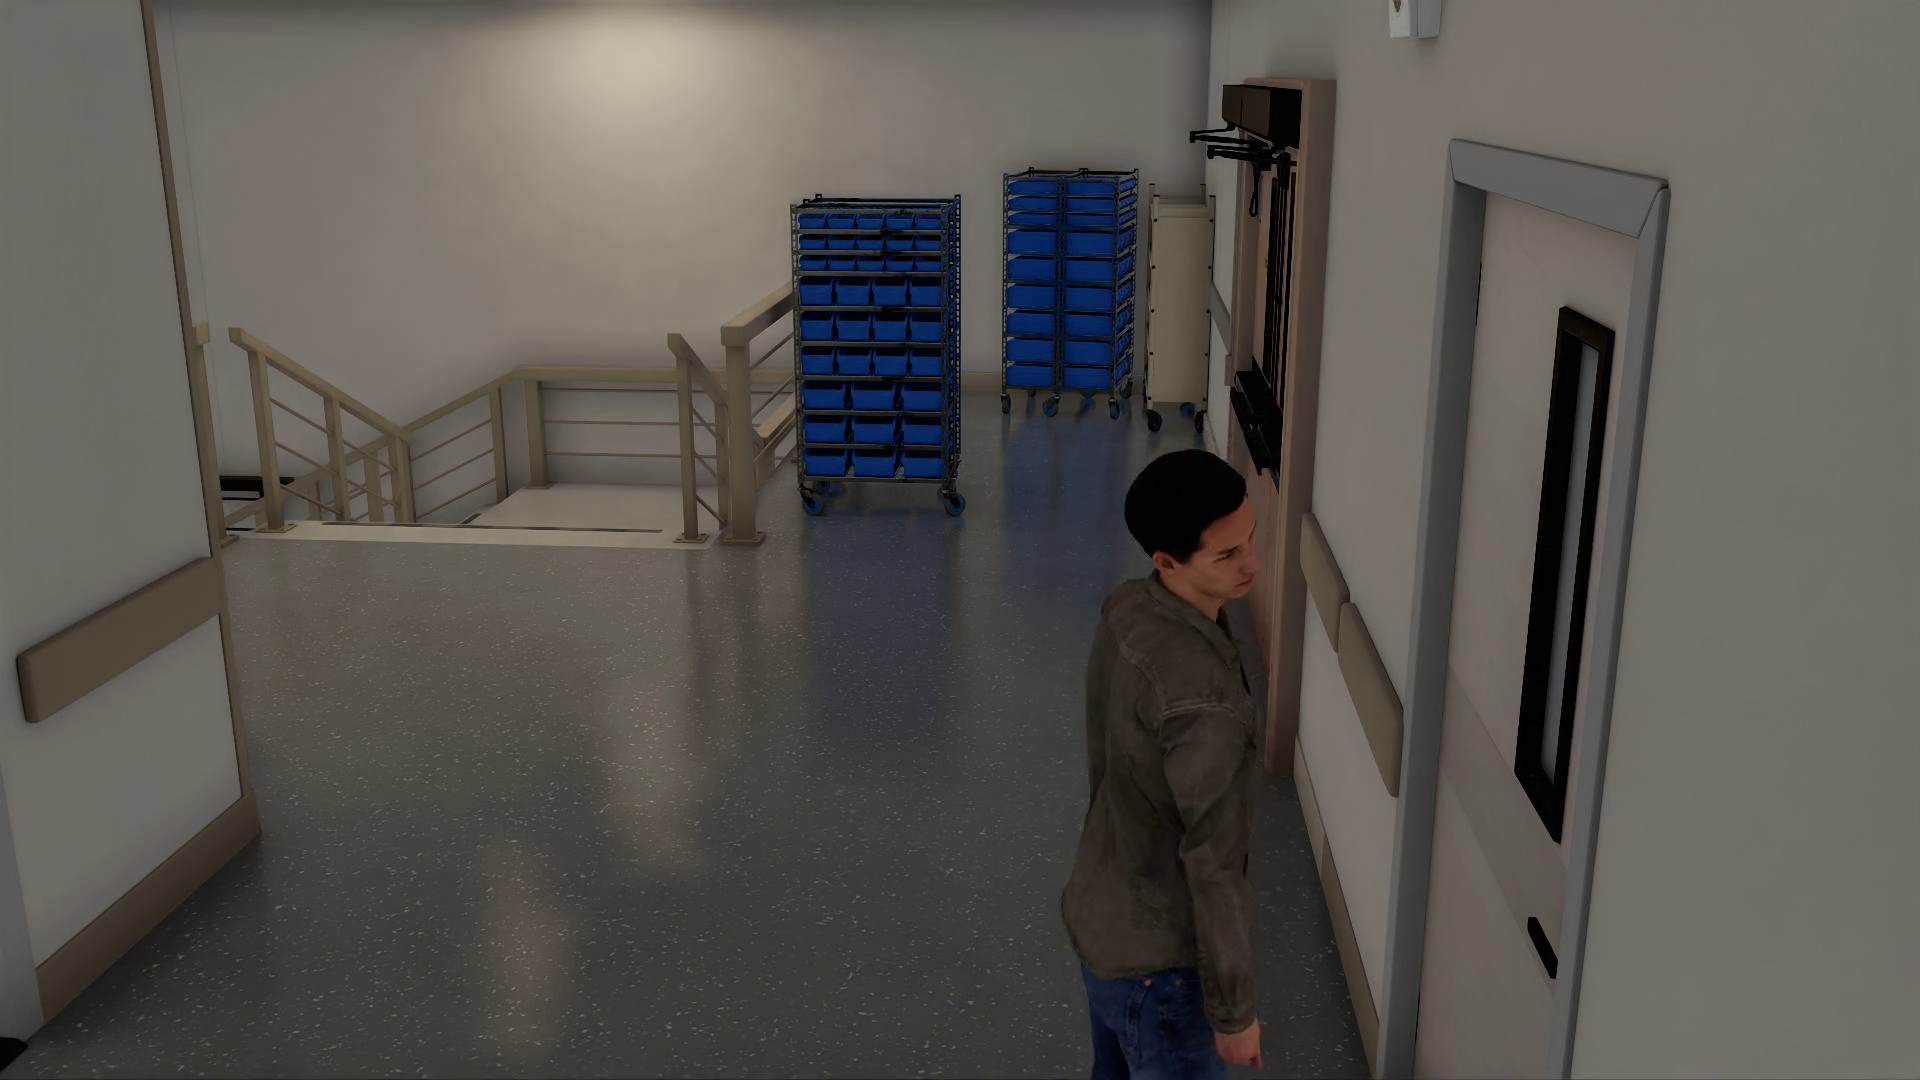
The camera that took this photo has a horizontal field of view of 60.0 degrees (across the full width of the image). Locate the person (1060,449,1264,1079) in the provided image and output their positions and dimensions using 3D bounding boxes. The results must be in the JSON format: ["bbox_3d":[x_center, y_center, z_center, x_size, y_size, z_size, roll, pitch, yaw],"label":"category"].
[{"bbox_3d":[0.332,0.710,3.064,0.916,1.849,0.639,-6,17,-21],"label":"person"}]
